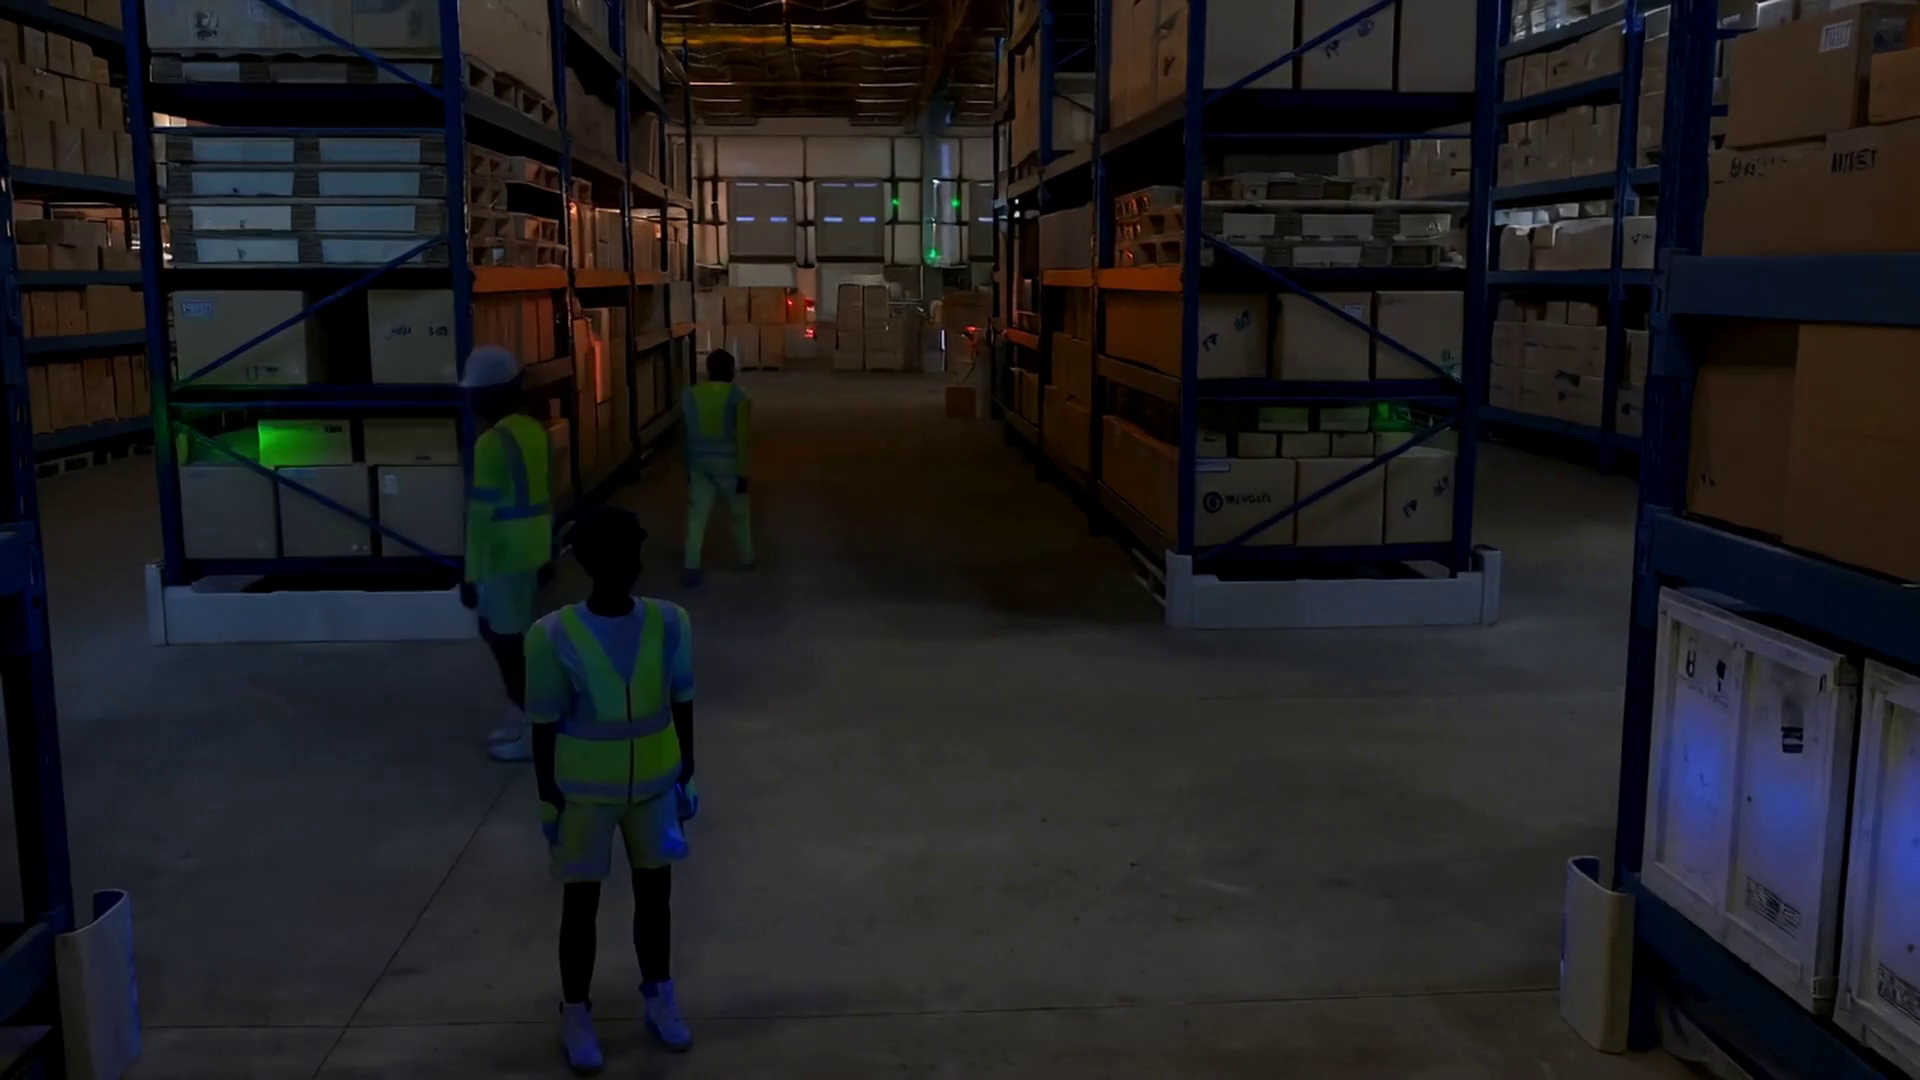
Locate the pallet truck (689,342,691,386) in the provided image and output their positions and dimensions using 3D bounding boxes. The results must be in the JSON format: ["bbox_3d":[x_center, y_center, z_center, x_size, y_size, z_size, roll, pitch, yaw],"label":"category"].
[{"bbox_3d":[-5.225,-3.008,27.480,1.885,1.965,0.823,2,9,14],"label":"pallet truck"}]

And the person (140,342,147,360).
[{"bbox_3d":[-21.923,-5.684,44.780,0.542,1.843,0.355,4,10,24],"label":"person"}]

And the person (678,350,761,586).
[{"bbox_3d":[-1.871,-0.555,12.734,0.637,1.797,0.960,3,10,18],"label":"person"}]

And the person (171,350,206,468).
[{"bbox_3d":[-8.018,-1.196,17.246,0.269,1.631,0.507,2,9,10],"label":"person"}]

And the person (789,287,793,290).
[{"bbox_3d":[-5.958,-7.926,58.587,0.545,1.927,0.385,-4,10,-22],"label":"person"}]

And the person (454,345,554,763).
[{"bbox_3d":[-2.213,0.083,7.999,0.562,2.020,0.637,1,9,8],"label":"person"}]

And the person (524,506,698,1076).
[{"bbox_3d":[-1.027,0.733,4.958,0.529,1.690,0.319,-5,10,-30],"label":"person"}]

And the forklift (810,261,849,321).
[{"bbox_3d":[-3.966,-7.837,55.042,1.873,2.768,1.129,3,9,16],"label":"forklift"}]
